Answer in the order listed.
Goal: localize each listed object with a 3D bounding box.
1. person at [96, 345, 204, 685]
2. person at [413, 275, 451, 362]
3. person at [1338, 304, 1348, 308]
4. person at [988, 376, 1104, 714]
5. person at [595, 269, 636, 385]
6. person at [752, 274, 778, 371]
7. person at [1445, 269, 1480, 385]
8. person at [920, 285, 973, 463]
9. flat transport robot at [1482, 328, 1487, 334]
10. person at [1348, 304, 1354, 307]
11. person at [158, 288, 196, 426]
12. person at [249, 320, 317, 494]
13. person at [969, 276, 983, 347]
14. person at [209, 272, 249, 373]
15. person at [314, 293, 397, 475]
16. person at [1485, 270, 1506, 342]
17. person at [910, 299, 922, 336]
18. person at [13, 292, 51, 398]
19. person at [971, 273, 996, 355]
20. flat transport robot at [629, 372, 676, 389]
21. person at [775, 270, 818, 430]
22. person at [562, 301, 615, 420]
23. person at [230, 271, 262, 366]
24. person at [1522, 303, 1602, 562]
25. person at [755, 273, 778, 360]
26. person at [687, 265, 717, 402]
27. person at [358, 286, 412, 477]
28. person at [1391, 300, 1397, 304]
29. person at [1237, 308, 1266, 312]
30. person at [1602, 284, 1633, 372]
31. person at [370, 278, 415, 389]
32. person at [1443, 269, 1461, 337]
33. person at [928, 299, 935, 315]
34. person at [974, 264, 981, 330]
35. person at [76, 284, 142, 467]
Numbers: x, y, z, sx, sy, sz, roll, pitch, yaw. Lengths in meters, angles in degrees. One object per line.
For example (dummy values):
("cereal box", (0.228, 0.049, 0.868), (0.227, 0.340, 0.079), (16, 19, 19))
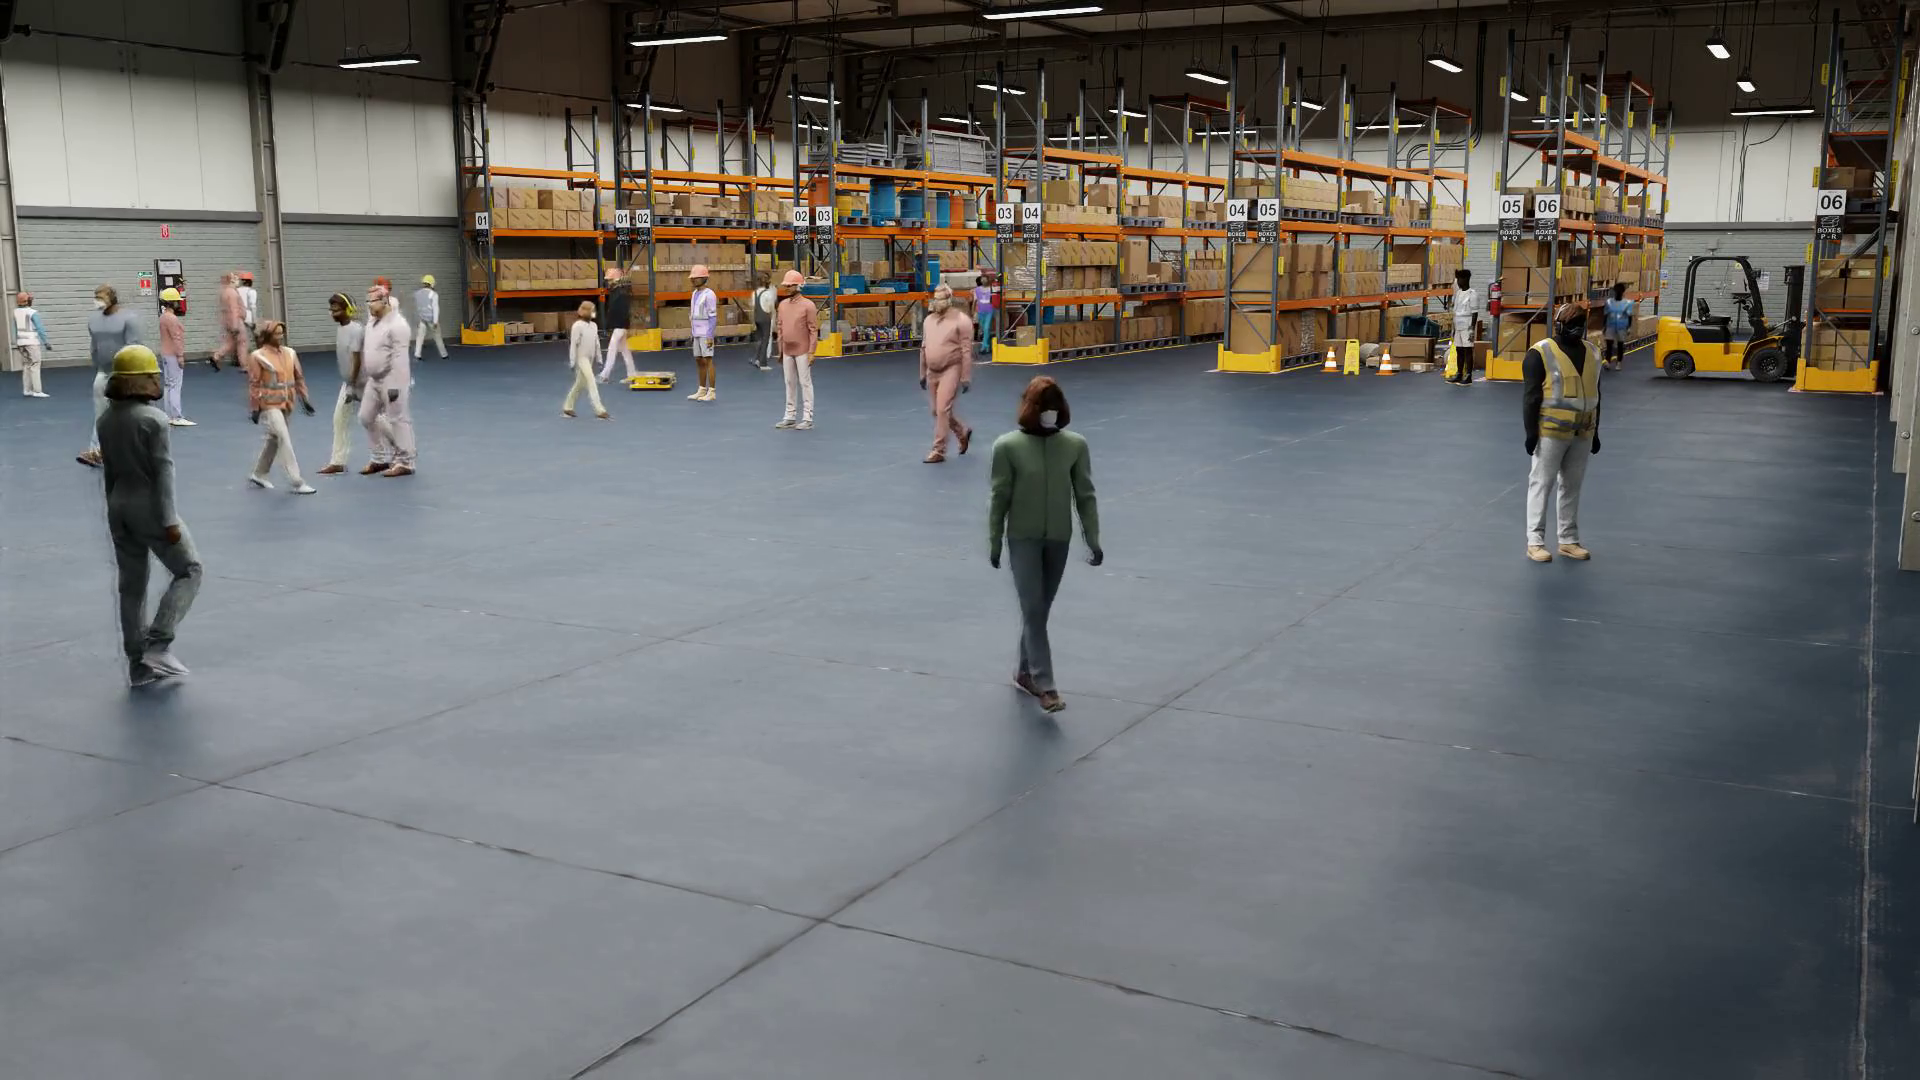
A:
("person", (-4.131, -0.123, 8.448), (0.518, 1.725, 0.392), (4, 11, 23))
("person", (-10.929, -4.547, 34.240), (0.604, 1.787, 0.956), (4, 10, 22))
("person", (10.298, -6.408, 44.795), (0.818, 1.892, 0.607), (-6, 11, -31))
("person", (0.428, 0.026, 7.949), (0.515, 1.592, 0.832), (-4, 10, -20))
("person", (-5.915, -3.598, 28.156), (0.972, 1.948, 0.647), (-6, 11, -29))
("person", (-3.709, -4.124, 31.615), (0.531, 1.830, 0.452), (8, 13, 41))
("person", (8.503, -3.589, 28.091), (0.387, 1.958, 0.600), (-2, 10, -14))
("person", (-0.131, -1.777, 17.736), (0.650, 1.880, 0.829), (8, 13, 41))
("flat transport robot", (14.010, -5.814, 46.050), (0.652, 0.197, 1.431), (-1, 10, -4))
("person", (10.752, -6.671, 46.500), (0.585, 1.846, 0.956), (7, 12, 37))
("person", (-10.094, -2.346, 21.377), (0.314, 1.769, 0.523), (-9, 13, -41))
("person", (-6.325, -1.232, 15.353), (0.868, 1.598, 0.525), (4, 10, 21))
("person", (0.493, -5.482, 39.949), (0.532, 1.695, 0.319), (1, 10, 5))
("person", (-13.503, -4.014, 30.800), (0.709, 1.887, 0.650), (-7, 12, -36))
("person", (-6.041, -1.582, 16.790), (0.534, 1.822, 0.980), (8, 13, 40))
("person", (13.232, -5.758, 40.931), (0.658, 1.908, 0.840), (5, 11, 26))
("person", (-1.075, -6.367, 44.534), (0.588, 1.904, 0.722), (4, 11, 23))
("person", (-14.318, -3.004, 25.626), (0.527, 1.637, 0.360), (4, 11, 24))
("person", (0.565, -5.022, 36.975), (0.588, 1.800, 0.980), (4, 10, 21))
("flat transport robot", (-5.079, -2.649, 27.524), (0.652, 0.197, 1.431), (-1, 10, -5))
("person", (-2.064, -2.384, 20.926), (0.612, 1.995, 0.393), (7, 12, 36))
("person", (-5.014, -2.401, 22.246), (0.870, 1.580, 0.503), (3, 10, 19))
("person", (-14.150, -4.392, 32.998), (0.544, 1.896, 0.985), (3, 10, 15))
("person", (4.324, -0.767, 11.910), (0.633, 1.843, 0.429), (-3, 10, -17))
("person", (-4.112, -4.726, 35.132), (0.531, 1.836, 0.921), (-1, 10, -6))
("person", (-3.883, -3.089, 24.919), (0.378, 2.040, 0.614), (-7, 12, -37))
("person", (-5.693, -1.544, 16.355), (0.665, 1.880, 0.594), (8, 12, 39))
("person", (12.384, -6.893, 47.818), (0.428, 1.828, 0.641), (1, 10, 5))
("person", (6.323, -4.931, 36.052), (0.634, 1.922, 0.531), (4, 11, 24))
("person", (12.404, -4.003, 31.401), (0.551, 1.644, 0.861), (5, 11, 28))
("person", (-9.201, -3.291, 26.723), (0.605, 1.827, 1.002), (3, 10, 17))
("person", (13.172, -6.322, 44.393), (0.515, 1.860, 0.326), (2, 10, 11))
("person", (-0.808, -6.743, 46.447), (0.639, 1.986, 1.043), (4, 10, 20))
("person", (0.517, -7.199, 49.316), (0.561, 1.927, 0.521), (3, 10, 15))
("person", (-8.789, -1.707, 17.280), (0.648, 1.883, 1.018), (2, 10, 11))
